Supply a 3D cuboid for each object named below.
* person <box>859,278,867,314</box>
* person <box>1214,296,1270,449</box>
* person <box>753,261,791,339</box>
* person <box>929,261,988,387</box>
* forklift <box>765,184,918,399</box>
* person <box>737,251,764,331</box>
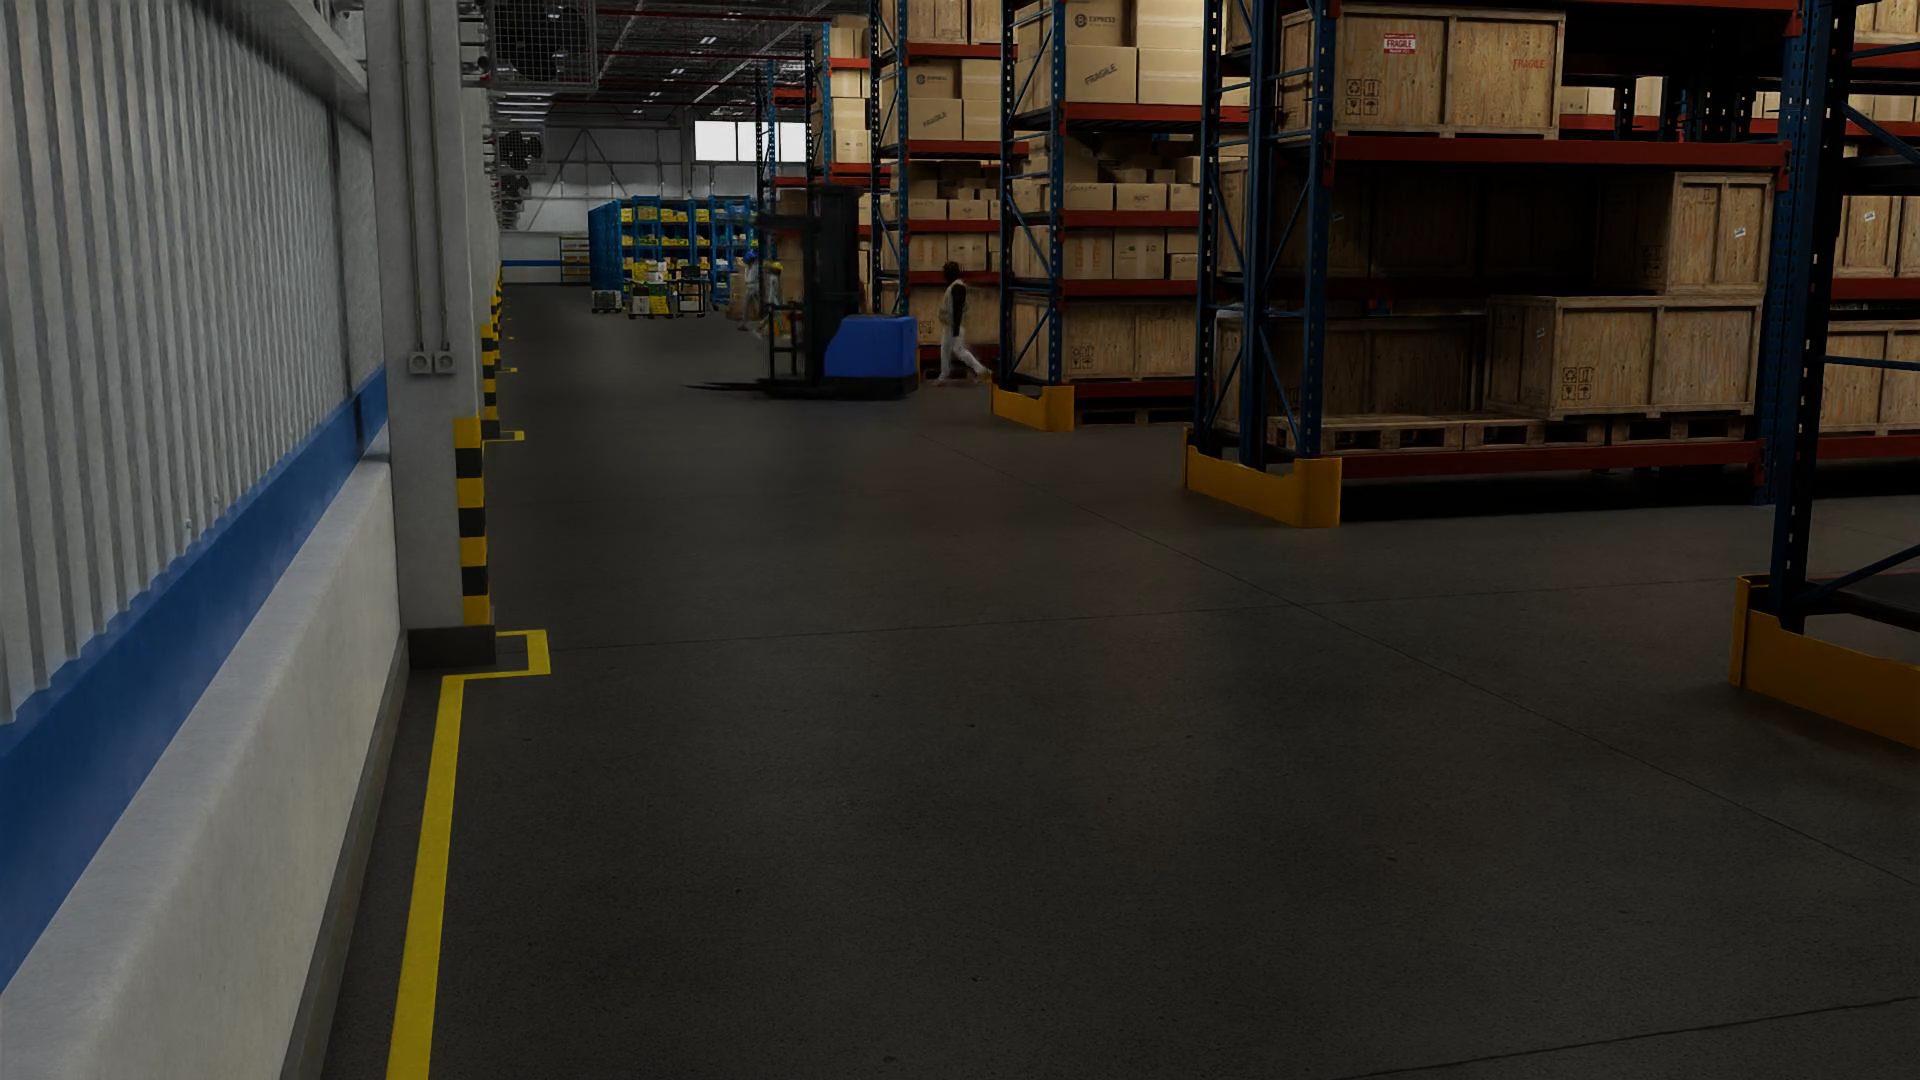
[{"bbox_3d":[-1.736,-3.333,25.131,0.692,1.857,0.980,-3,10,-16],"label":"person"},{"bbox_3d":[2.834,-1.787,16.682,0.573,1.749,0.343,3,10,15],"label":"person"},{"bbox_3d":[-4.152,-5.271,36.554,0.821,1.703,0.495,0,10,0],"label":"person"},{"bbox_3d":[-0.030,-3.089,23.881,0.765,1.824,0.637,-2,10,-13],"label":"person"},{"bbox_3d":[-1.571,-3.333,22.244,1.873,2.768,1.129,2,10,11],"label":"forklift"},{"bbox_3d":[-4.937,-5.991,40.043,0.927,1.919,0.602,-9,14,-43],"label":"person"}]
